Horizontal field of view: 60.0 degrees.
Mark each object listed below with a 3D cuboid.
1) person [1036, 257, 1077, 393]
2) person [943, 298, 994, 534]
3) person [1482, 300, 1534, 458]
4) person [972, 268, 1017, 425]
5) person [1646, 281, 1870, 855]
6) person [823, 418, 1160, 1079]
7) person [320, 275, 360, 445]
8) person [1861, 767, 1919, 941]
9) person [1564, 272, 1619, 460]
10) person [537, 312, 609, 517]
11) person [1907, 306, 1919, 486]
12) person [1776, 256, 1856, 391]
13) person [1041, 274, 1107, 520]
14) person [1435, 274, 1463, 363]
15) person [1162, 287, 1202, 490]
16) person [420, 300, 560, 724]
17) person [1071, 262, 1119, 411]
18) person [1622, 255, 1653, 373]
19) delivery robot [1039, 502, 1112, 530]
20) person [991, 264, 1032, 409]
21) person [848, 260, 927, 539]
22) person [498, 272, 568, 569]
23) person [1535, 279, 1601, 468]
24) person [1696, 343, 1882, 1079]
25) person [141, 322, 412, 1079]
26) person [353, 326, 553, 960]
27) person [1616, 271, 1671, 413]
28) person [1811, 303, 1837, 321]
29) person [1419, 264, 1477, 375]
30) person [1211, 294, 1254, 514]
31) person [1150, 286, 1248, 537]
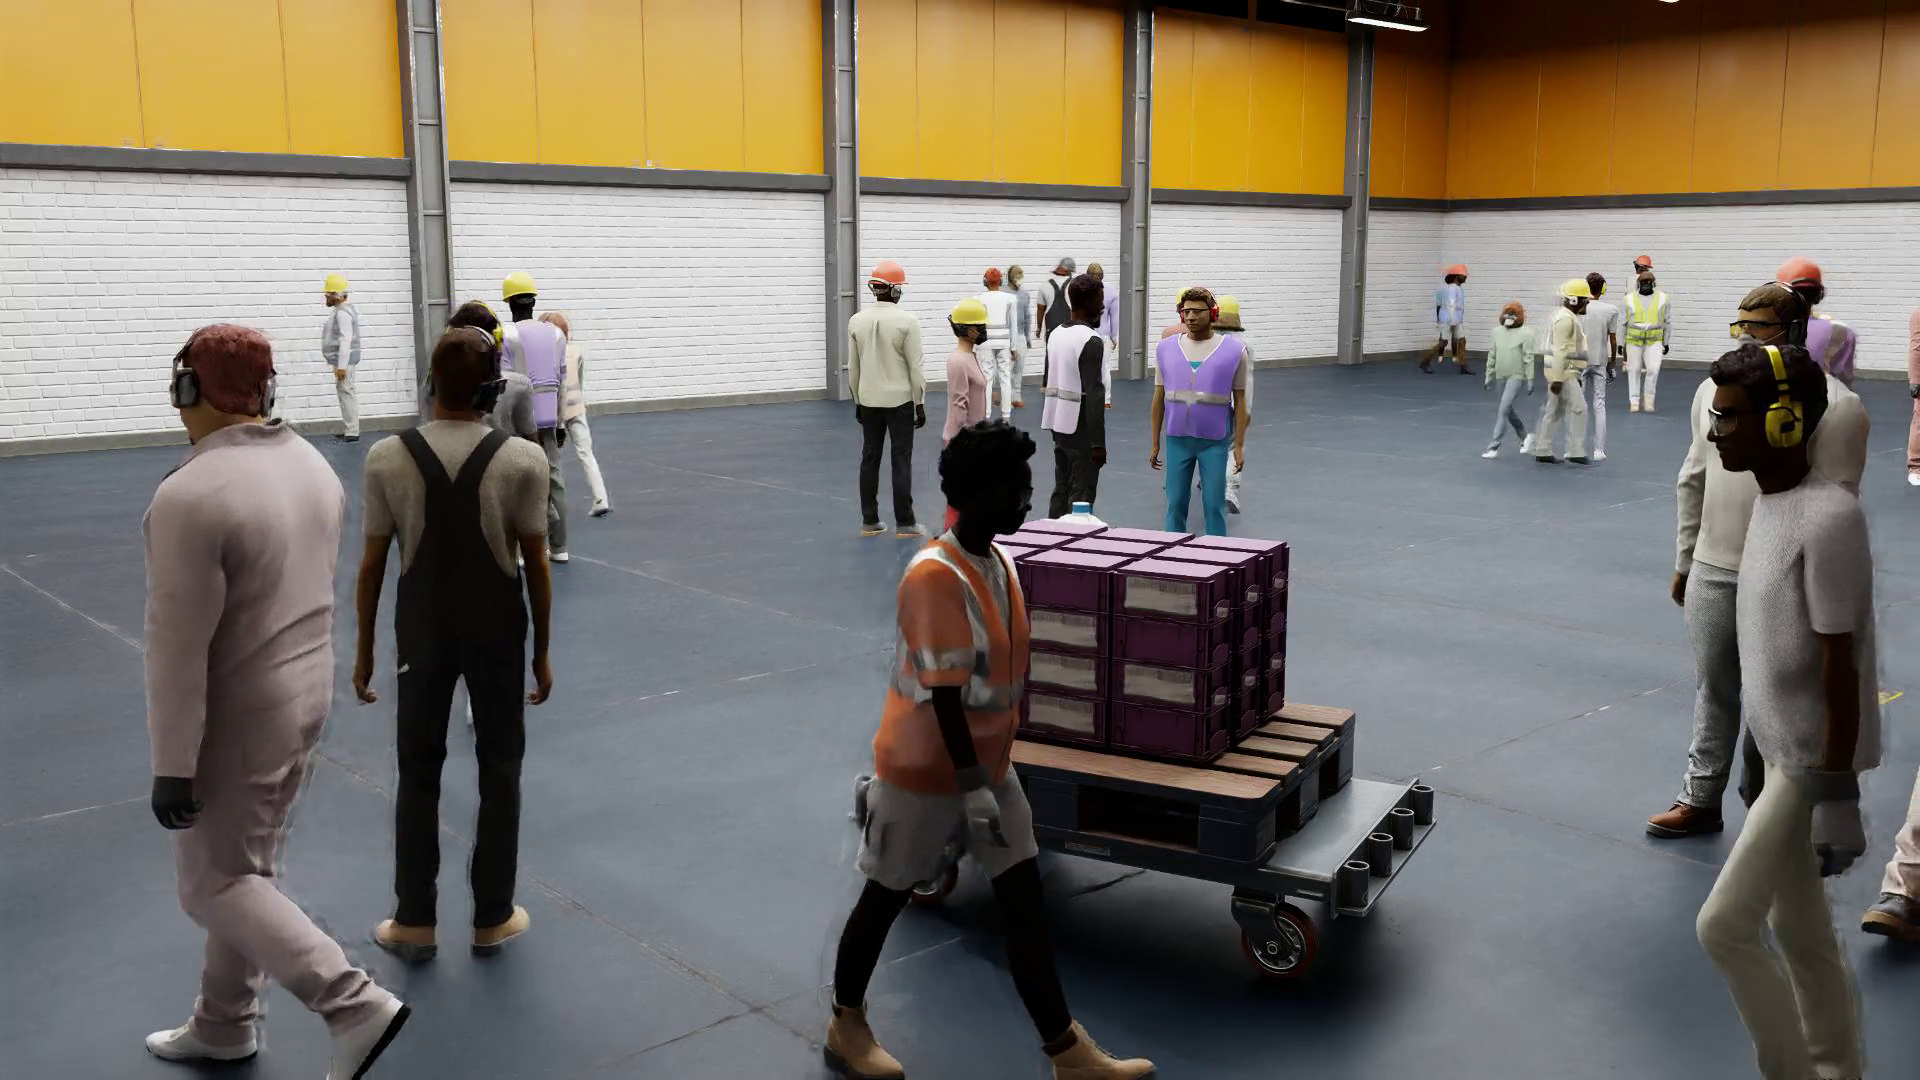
[{"bbox_3d":[1.506,-3.195,24.646,0.764,2.000,0.753,3,10,17],"label":"person"},{"bbox_3d":[0.056,-0.610,10.314,0.314,1.767,0.534,1,10,8],"label":"person"},{"bbox_3d":[5.594,-1.634,16.797,0.797,1.592,0.518,-7,12,-34],"label":"person"},{"bbox_3d":[0.404,-2.305,19.897,0.573,1.883,0.356,-2,10,-14],"label":"person"},{"bbox_3d":[2.667,0.112,5.584,0.372,1.940,0.627,-6,11,-29],"label":"person"},{"bbox_3d":[0.032,0.540,3.942,0.876,1.636,0.552,5,11,29],"label":"person"},{"bbox_3d":[-6.682,-1.932,17.951,0.403,1.818,0.678,-4,10,-20],"label":"person"},{"bbox_3d":[3.117,0.244,4.837,0.990,1.926,0.603,-8,13,-39],"label":"person"},{"bbox_3d":[6.256,-1.717,16.519,0.509,1.864,0.328,2,10,13],"label":"person"},{"bbox_3d":[-3.091,-0.970,12.937,0.897,1.593,0.508,8,12,39],"label":"person"},{"bbox_3d":[8.676,-1.421,14.637,0.641,1.913,0.407,-1,10,-4],"label":"person"},{"bbox_3d":[4.716,-0.588,9.443,0.610,2.028,0.580,3,10,17],"label":"person"},{"bbox_3d":[0.703,-0.639,10.042,0.375,1.915,0.598,-4,10,-22],"label":"person"},{"bbox_3d":[9.297,-4.209,31.590,0.533,1.697,0.318,5,11,25],"label":"person"},{"bbox_3d":[1.963,-1.294,14.347,0.524,1.760,0.327,-3,10,-14],"label":"person"},{"bbox_3d":[-2.097,-0.153,7.480,0.519,1.823,0.965,1,10,4],"label":"person"},{"bbox_3d":[1.758,-2.654,21.786,0.629,1.937,0.376,0,10,3],"label":"person"},{"bbox_3d":[11.759,-3.906,28.830,0.392,2.033,0.605,-2,10,-9],"label":"person"},{"bbox_3d":[0.718,0.017,9.908,0.477,0.478,0.707,-3,10,-17],"label":"delivery robot"},{"bbox_3d":[0.643,-2.679,21.992,0.666,1.918,0.526,-9,13,-43],"label":"person"},{"bbox_3d":[-0.513,-1.002,11.938,0.612,1.995,0.376,5,11,27],"label":"person"},{"bbox_3d":[-2.804,-0.769,10.796,0.383,1.918,0.594,6,12,33],"label":"person"},{"bbox_3d":[5.888,-1.582,15.885,0.743,1.800,0.624,4,10,21],"label":"person"},{"bbox_3d":[1.833,0.497,3.644,0.492,1.835,0.544,3,10,14],"label":"person"},{"bbox_3d":[-1.703,0.420,3.978,0.744,1.872,0.670,1,10,8],"label":"person"},{"bbox_3d":[-1.469,0.317,4.775,0.623,1.827,0.310,-2,10,-11],"label":"person"},{"bbox_3d":[8.797,-2.537,21.418,0.664,1.820,0.645,3,10,18],"label":"person"},{"bbox_3d":[6.264,-1.059,12.474,0.542,1.927,0.374,5,11,28],"label":"person"},{"bbox_3d":[8.379,-3.778,28.508,0.956,1.901,0.557,6,12,33],"label":"person"},{"bbox_3d":[2.029,-1.036,12.917,0.499,1.726,0.376,3,10,16],"label":"person"},{"bbox_3d":[1.419,-0.580,9.903,0.571,1.843,0.371,4,10,21],"label":"person"}]
